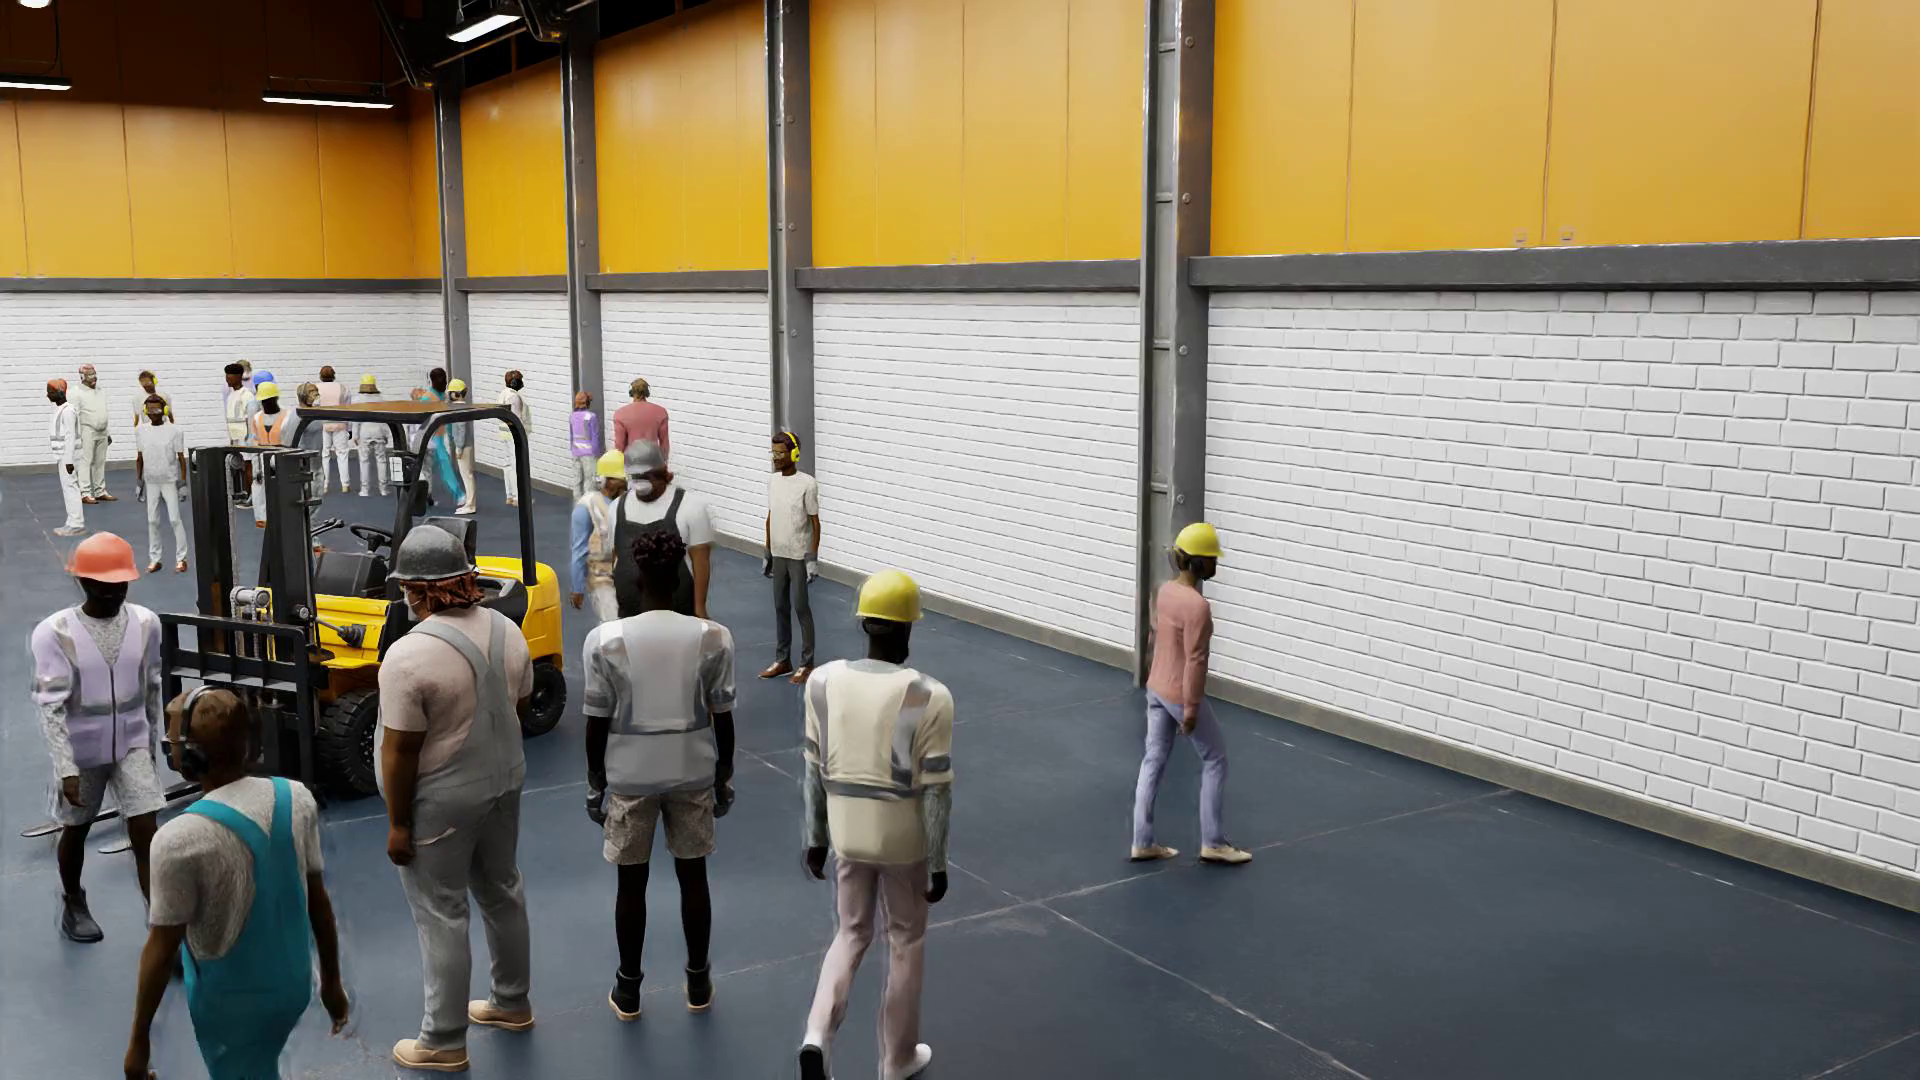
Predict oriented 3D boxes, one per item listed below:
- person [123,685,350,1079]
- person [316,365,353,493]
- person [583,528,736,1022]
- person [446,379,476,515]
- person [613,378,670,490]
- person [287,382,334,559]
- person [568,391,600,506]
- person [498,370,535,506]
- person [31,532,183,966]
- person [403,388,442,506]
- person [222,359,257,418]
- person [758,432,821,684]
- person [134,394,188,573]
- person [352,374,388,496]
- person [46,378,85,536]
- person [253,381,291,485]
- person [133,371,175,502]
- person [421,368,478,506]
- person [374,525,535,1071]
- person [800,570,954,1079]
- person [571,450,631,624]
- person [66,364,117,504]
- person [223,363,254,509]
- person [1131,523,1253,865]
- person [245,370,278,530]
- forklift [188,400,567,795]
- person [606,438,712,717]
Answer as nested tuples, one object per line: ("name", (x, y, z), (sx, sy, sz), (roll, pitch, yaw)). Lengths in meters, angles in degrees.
("person", (-2.078, 1.292, 4.670), (0.861, 1.806, 0.559), (4, 9, 24))
("person", (-9.094, -1.599, 24.044), (0.626, 1.846, 0.429), (-3, 9, -22))
("person", (-1.190, 0.931, 6.634), (0.608, 1.956, 0.391), (-3, 9, -19))
("person", (-6.508, -1.212, 21.695), (0.329, 1.767, 0.528), (-2, 9, -10))
("person", (-3.573, -0.851, 18.685), (0.631, 1.940, 0.372), (-4, 9, -23))
("person", (-7.082, -0.754, 18.083), (0.368, 1.932, 0.622), (0, 8, -2))
("person", (-4.806, -1.083, 21.289), (0.518, 1.632, 0.313), (6, 11, 36))
("person", (-6.035, -1.385, 22.607), (0.429, 1.844, 0.622), (-5, 10, -30))
("person", (-3.685, 0.892, 7.171), (1.007, 1.881, 0.546), (8, 11, 42))
("person", (-7.195, -1.237, 22.350), (0.526, 1.614, 0.658), (-6, 11, -37))
("person", (-10.638, -1.748, 24.822), (0.666, 1.911, 0.535), (-7, 11, -38))
("person", (-1.264, 0.129, 12.311), (0.538, 1.869, 0.313), (6, 11, 37))
("person", (-8.223, -0.577, 17.122), (0.514, 1.861, 0.339), (0, 8, -2))
("person", (-8.398, -1.492, 23.692), (0.489, 1.736, 0.351), (-6, 10, -33))
("person", (-10.644, -0.984, 19.798), (0.361, 1.879, 0.583), (-6, 10, -36))
("person", (-7.600, -0.816, 18.560), (0.611, 1.911, 0.459), (3, 9, 19))
("person", (-11.171, -1.443, 23.123), (0.539, 1.805, 1.009), (-4, 9, -25))
("person", (-6.974, -1.386, 22.507), (0.965, 1.872, 0.598), (0, 8, 2))
("person", (-1.942, 0.939, 6.277), (0.536, 2.000, 0.684), (4, 9, 25))
("person", (-0.311, 1.060, 5.896), (0.589, 1.907, 0.613), (4, 9, 24))
("person", (-2.309, 0.287, 11.471), (0.800, 1.800, 0.627), (6, 10, 33))
("person", (-11.924, -1.456, 22.871), (0.409, 1.907, 0.648), (2, 9, 13))
("person", (-9.641, -1.398, 22.317), (0.378, 1.957, 0.609), (-8, 11, -41))
("person", (1.184, 0.778, 8.376), (0.703, 1.743, 0.543), (-3, 9, -19))
("person", (-8.484, -1.098, 20.312), (0.393, 1.949, 0.602), (-1, 8, -4))
("forklift", (-3.529, 0.258, 10.348), (1.214, 2.155, 2.313), (4, 9, 25))
("person", (-1.878, 0.316, 10.473), (0.685, 2.000, 0.886), (1, 8, 7))
